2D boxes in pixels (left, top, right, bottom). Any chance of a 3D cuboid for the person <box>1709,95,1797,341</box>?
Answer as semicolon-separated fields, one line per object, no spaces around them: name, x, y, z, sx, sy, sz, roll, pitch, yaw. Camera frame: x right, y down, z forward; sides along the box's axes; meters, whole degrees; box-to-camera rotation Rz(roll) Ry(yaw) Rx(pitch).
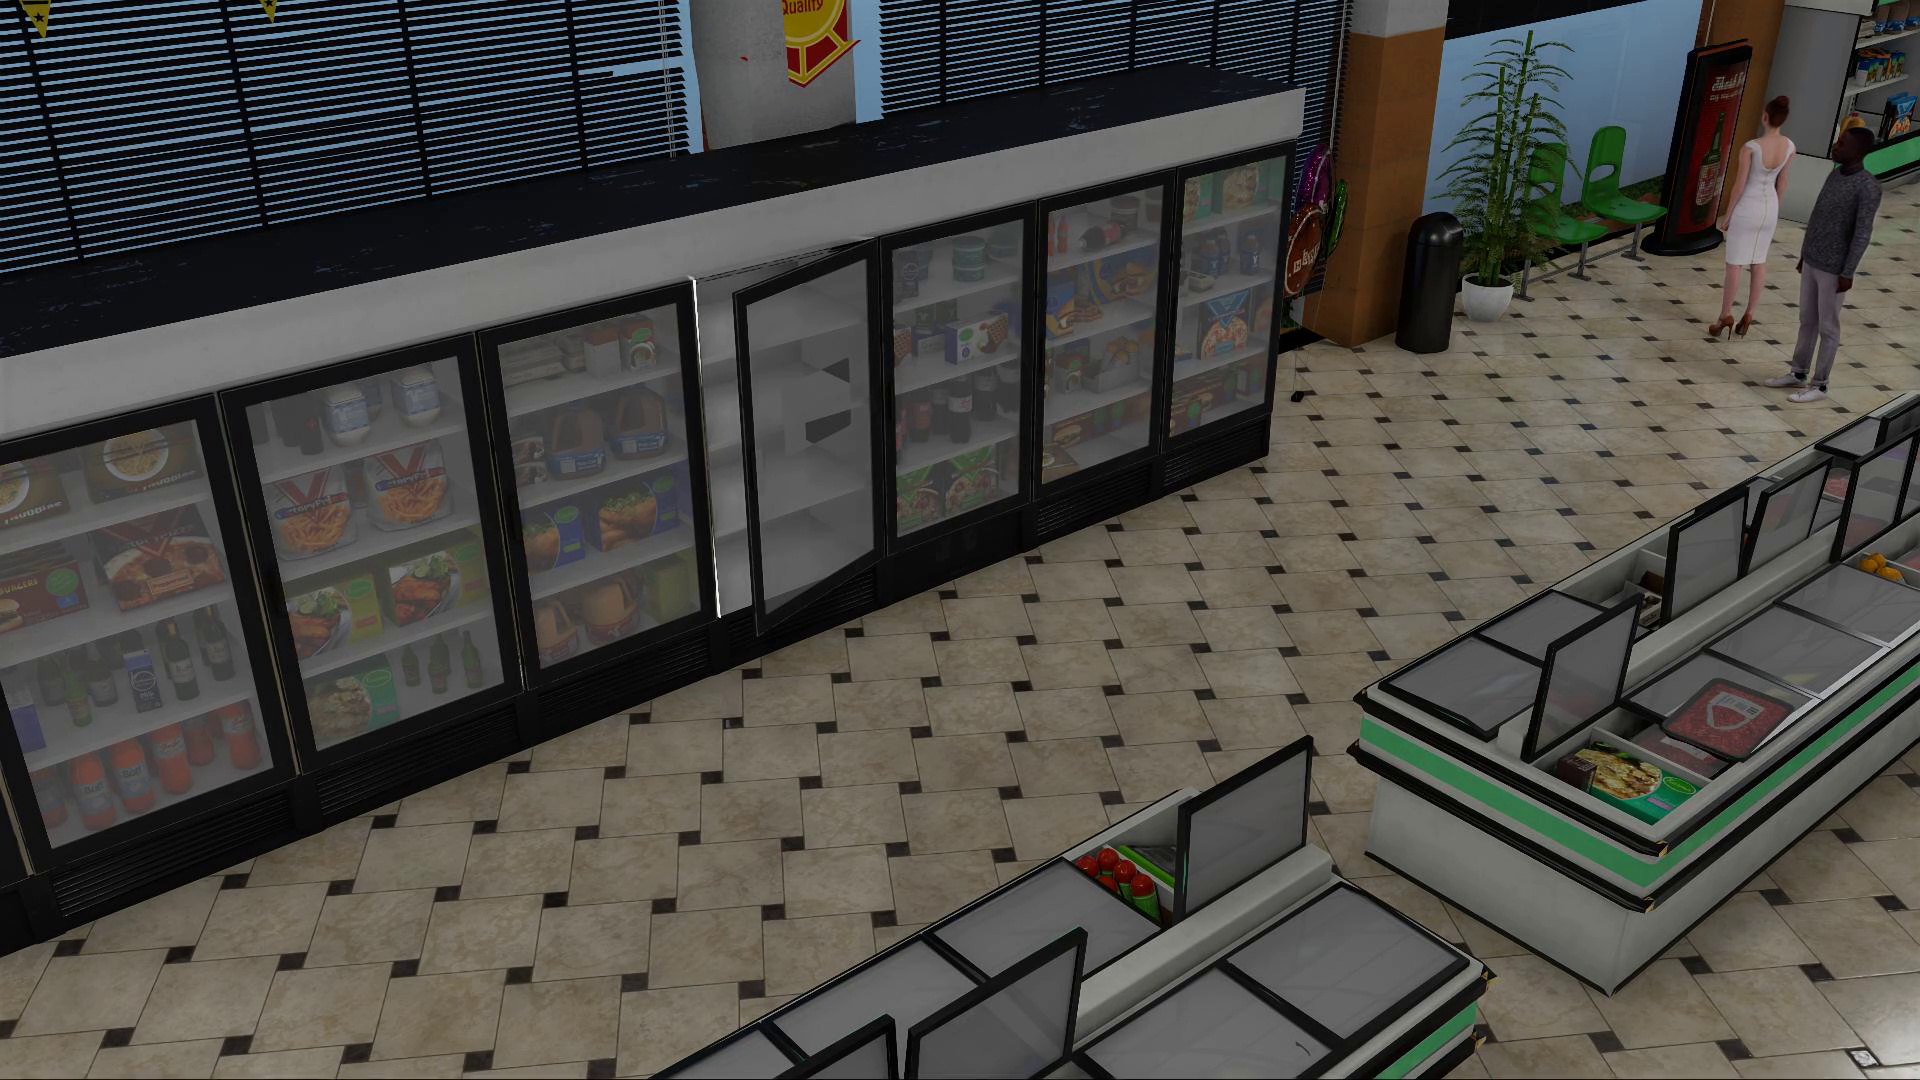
person;5.771;-2.337;12.094;0.592;1.793;0.699;-3;27;-6

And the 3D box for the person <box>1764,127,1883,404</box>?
person;5.785;-1.825;11.036;0.765;1.836;0.764;-3;27;-6
